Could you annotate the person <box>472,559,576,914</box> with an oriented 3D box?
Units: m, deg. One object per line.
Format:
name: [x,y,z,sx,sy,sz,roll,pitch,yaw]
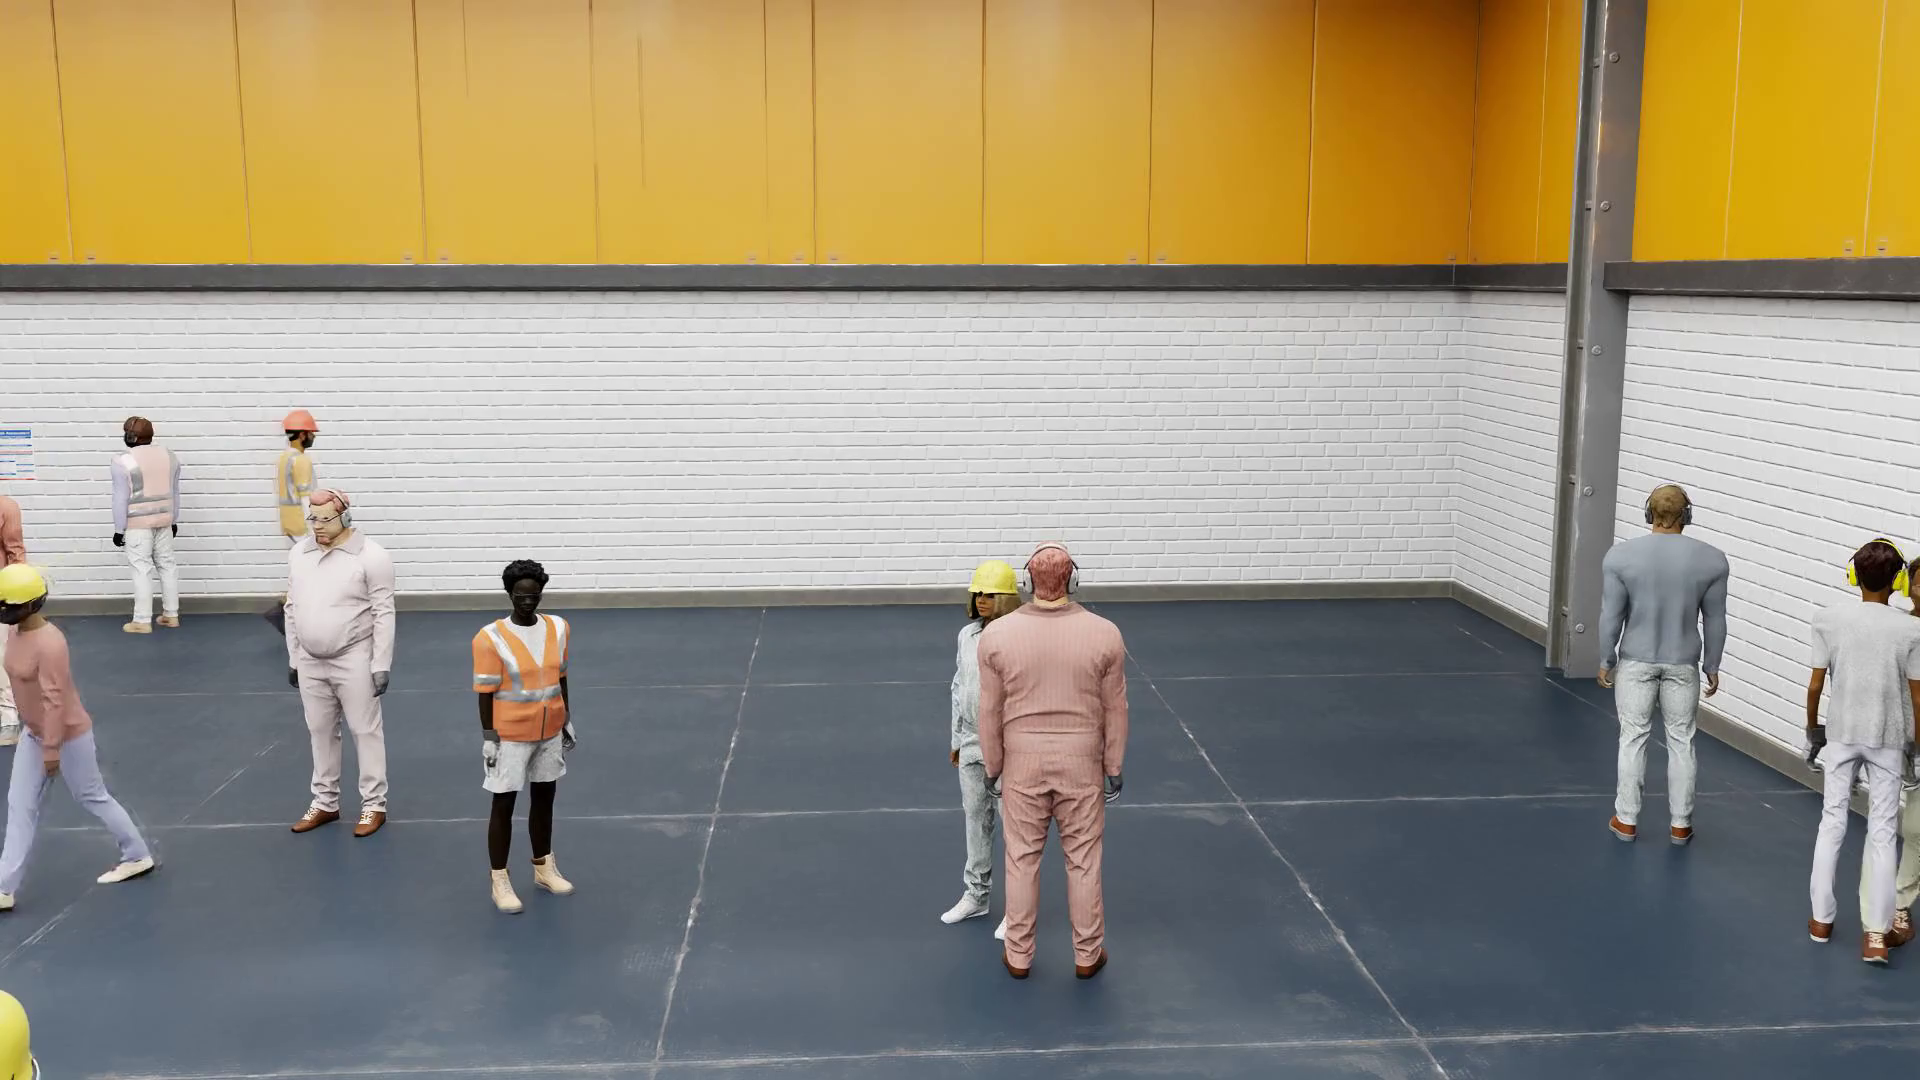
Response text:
person: [-2.082,0.921,8.001,0.320,1.698,0.537,8,12,41]

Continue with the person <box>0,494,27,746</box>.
person: [-6.327,0.350,10.680,0.611,1.990,0.392,-1,9,-8]

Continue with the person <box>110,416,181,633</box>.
person: [-6.942,-0.133,14.168,0.429,1.847,0.625,4,10,26]

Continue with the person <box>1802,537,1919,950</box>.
person: [4.079,0.918,7.492,0.509,1.872,0.329,7,12,38]

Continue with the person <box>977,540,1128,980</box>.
person: [0.398,0.949,7.161,0.643,1.913,0.411,0,9,3]

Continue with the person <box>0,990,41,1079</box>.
person: [-1.728,1.657,2.977,0.404,1.829,0.591,6,11,35]

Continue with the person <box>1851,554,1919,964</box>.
person: [4.251,0.949,7.406,0.561,1.859,0.623,4,10,25]

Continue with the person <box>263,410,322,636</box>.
person: [-5.477,-0.119,13.819,0.625,1.922,0.599,-6,11,-35]

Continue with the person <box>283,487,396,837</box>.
person: [-3.380,0.659,9.020,0.639,1.903,0.409,2,9,13]

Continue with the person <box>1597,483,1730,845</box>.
person: [3.737,0.662,8.886,0.635,1.935,0.349,3,9,15]

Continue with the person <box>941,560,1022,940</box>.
person: [0.147,0.953,7.659,0.487,1.746,0.288,8,12,39]

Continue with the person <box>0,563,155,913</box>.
person: [-4.381,0.921,7.998,0.575,1.694,0.904,7,11,37]
